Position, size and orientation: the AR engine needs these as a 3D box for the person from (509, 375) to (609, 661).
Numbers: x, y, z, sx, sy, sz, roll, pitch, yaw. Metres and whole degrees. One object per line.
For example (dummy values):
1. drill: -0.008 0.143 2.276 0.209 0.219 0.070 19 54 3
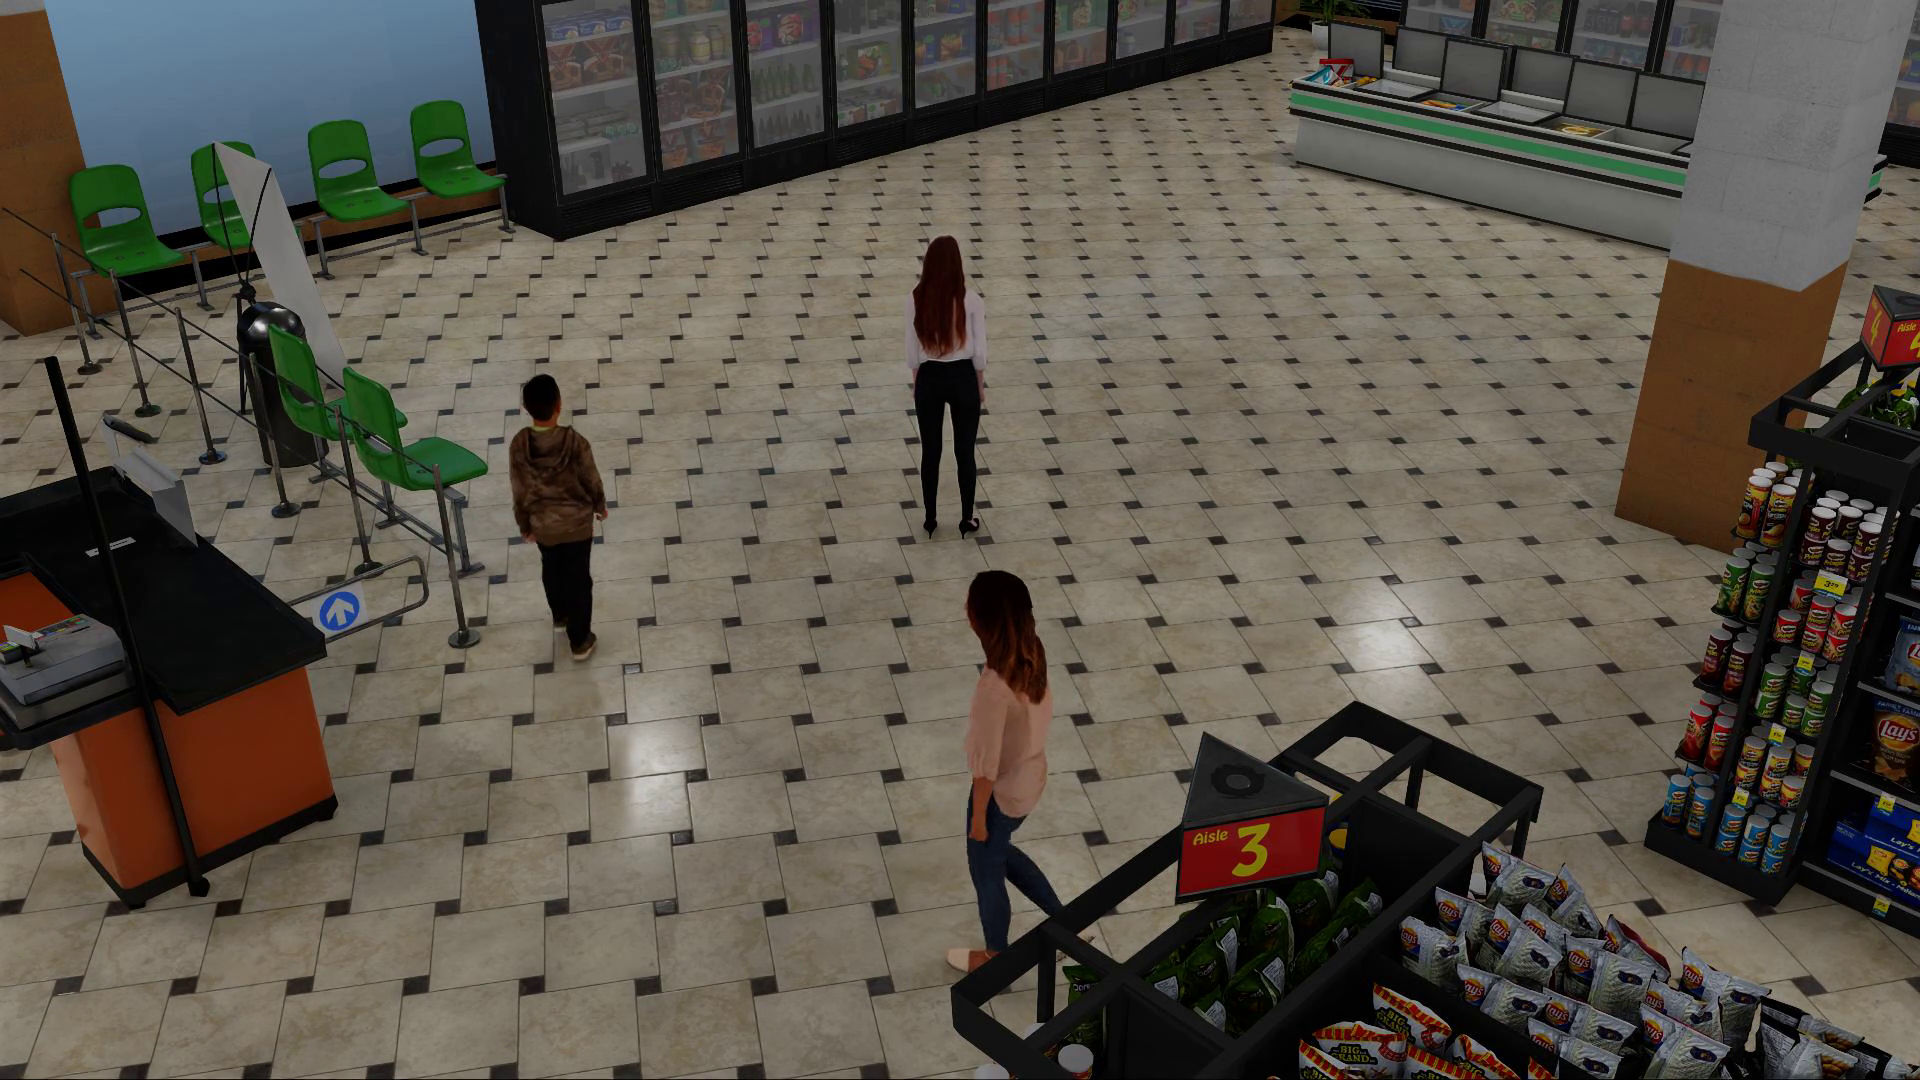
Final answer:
1. person: -1.957 -0.069 8.067 0.778 1.439 0.834 3 29 5

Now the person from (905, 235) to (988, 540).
1. person: -0.072 -0.814 9.099 0.639 1.757 0.725 3 29 6

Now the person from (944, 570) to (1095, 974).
1. person: 0.237 0.904 5.928 0.903 1.780 0.775 12 31 20
